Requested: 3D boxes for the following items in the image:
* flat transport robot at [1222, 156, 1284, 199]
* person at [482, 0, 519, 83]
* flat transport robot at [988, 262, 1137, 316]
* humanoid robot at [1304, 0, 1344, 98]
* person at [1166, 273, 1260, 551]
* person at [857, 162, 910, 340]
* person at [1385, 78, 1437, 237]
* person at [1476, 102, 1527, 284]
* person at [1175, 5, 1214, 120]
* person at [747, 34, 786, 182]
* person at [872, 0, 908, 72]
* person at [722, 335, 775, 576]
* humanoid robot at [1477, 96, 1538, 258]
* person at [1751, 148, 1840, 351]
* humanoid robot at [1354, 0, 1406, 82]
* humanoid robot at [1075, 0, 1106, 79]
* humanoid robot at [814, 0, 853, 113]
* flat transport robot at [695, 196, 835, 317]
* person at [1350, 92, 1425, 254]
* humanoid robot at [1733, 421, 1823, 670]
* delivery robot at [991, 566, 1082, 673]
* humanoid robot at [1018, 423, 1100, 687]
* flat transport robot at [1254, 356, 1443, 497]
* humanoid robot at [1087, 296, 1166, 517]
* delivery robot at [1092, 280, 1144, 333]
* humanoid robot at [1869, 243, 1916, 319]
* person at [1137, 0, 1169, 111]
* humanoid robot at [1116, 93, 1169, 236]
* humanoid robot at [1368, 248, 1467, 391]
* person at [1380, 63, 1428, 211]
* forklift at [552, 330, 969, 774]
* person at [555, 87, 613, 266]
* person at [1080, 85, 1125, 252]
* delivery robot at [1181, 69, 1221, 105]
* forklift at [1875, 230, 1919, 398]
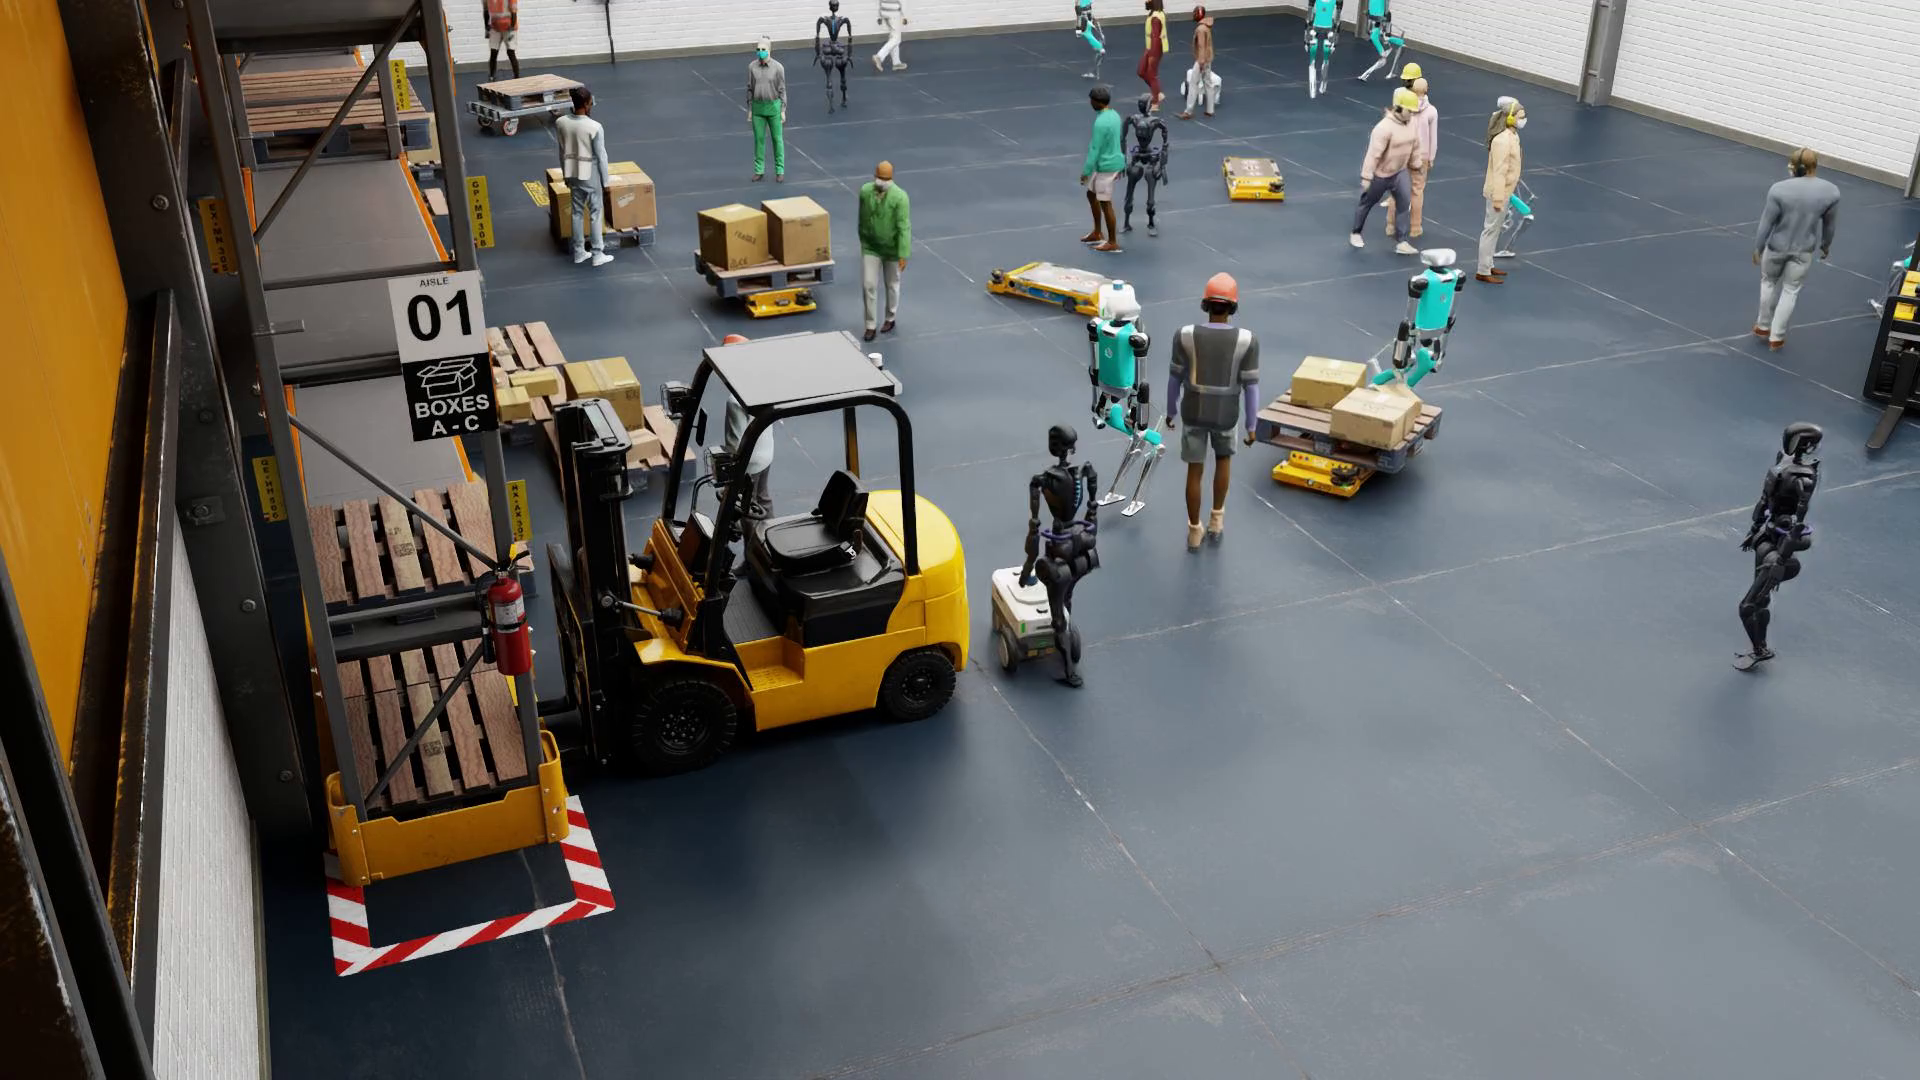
[{"bbox_3d":[3.719,-4.609,21.154,0.659,0.231,1.431,2,27,3],"label":"flat transport robot"},{"bbox_3d":[-7.217,-8.051,26.157,0.623,1.933,0.434,7,27,13],"label":"person"},{"bbox_3d":[1.050,-2.607,17.172,1.431,0.231,0.659,20,33,34],"label":"flat transport robot"},{"bbox_3d":[5.616,-7.724,25.792,0.553,1.838,0.901,7,27,13],"label":"humanoid robot"},{"bbox_3d":[1.789,-0.914,11.858,0.642,2.017,0.594,4,27,8],"label":"person"},{"bbox_3d":[-0.729,-2.760,15.846,0.568,1.730,0.730,7,27,13],"label":"person"},{"bbox_3d":[5.138,-4.344,18.940,0.535,1.782,0.397,9,28,18],"label":"person"},{"bbox_3d":[5.662,-3.657,17.475,0.409,1.876,0.554,12,29,22],"label":"person"},{"bbox_3d":[3.510,-7.012,24.424,0.533,1.625,0.591,8,28,16],"label":"person"},{"bbox_3d":[-2.460,-5.486,21.153,0.507,1.840,0.341,3,27,6],"label":"person"},{"bbox_3d":[-1.175,-8.675,27.477,0.770,1.855,0.583,-23,35,-38],"label":"person"},{"bbox_3d":[-1.480,-0.584,11.509,0.352,1.742,0.572,8,28,15],"label":"person"},{"bbox_3d":[6.062,-3.919,18.181,0.714,1.811,0.554,3,27,6],"label":"humanoid robot"},{"bbox_3d":[7.818,-2.749,15.637,0.705,1.906,0.611,8,28,16],"label":"person"},{"bbox_3d":[6.813,-8.165,26.610,1.039,1.742,0.558,-13,30,-25],"label":"humanoid robot"},{"bbox_3d":[2.175,-8.249,26.896,0.718,1.904,0.549,12,29,23],"label":"humanoid robot"},{"bbox_3d":[-1.903,-7.299,24.971,0.600,1.631,0.735,0,27,0],"label":"humanoid robot"},{"bbox_3d":[-2.025,-2.627,17.213,0.659,0.231,1.431,-11,29,-21],"label":"flat transport robot"},{"bbox_3d":[4.788,-4.053,18.362,0.807,1.780,0.993,-13,29,-24],"label":"person"},{"bbox_3d":[5.079,0.023,10.375,0.430,1.645,0.584,2,27,3],"label":"humanoid robot"},{"bbox_3d":[0.453,0.487,10.720,0.499,0.613,0.816,-7,28,-13],"label":"delivery robot"},{"bbox_3d":[0.627,0.065,10.333,0.609,1.629,0.637,-20,33,-34],"label":"humanoid robot"},{"bbox_3d":[3.117,-0.740,13.460,0.659,0.231,1.431,17,31,30],"label":"flat transport robot"},{"bbox_3d":[1.297,-1.011,12.219,0.735,1.673,0.533,-23,35,-38],"label":"humanoid robot"},{"bbox_3d":[1.515,-2.212,16.061,0.499,0.587,0.767,1,27,3],"label":"delivery robot"},{"bbox_3d":[9.448,-2.954,16.248,0.950,1.774,0.547,18,32,32],"label":"humanoid robot"},{"bbox_3d":[2.878,-7.295,24.843,0.442,1.755,0.487,-1,27,-3],"label":"person"},{"bbox_3d":[2.097,-4.279,18.937,0.596,1.635,0.364,11,29,21],"label":"humanoid robot"},{"bbox_3d":[3.585,-1.519,13.388,0.543,1.801,0.720,-14,30,-26],"label":"humanoid robot"},{"bbox_3d":[5.325,-4.822,19.922,0.341,1.761,0.522,-17,31,-30],"label":"person"},{"bbox_3d":[-1.094,0.010,9.831,2.313,2.155,1.214,-10,28,-20],"label":"forklift"},{"bbox_3d":[-4.050,-3.906,17.938,0.600,1.907,0.398,11,29,21],"label":"person"},{"bbox_3d":[1.529,-4.109,18.428,0.638,1.825,0.506,8,28,16],"label":"person"},{"bbox_3d":[3.761,-7.060,25.698,0.499,0.581,0.768,-5,27,-10],"label":"delivery robot"},{"bbox_3d":[9.029,-2.397,14.618,1.214,2.155,2.313,18,32,32],"label":"forklift"}]
